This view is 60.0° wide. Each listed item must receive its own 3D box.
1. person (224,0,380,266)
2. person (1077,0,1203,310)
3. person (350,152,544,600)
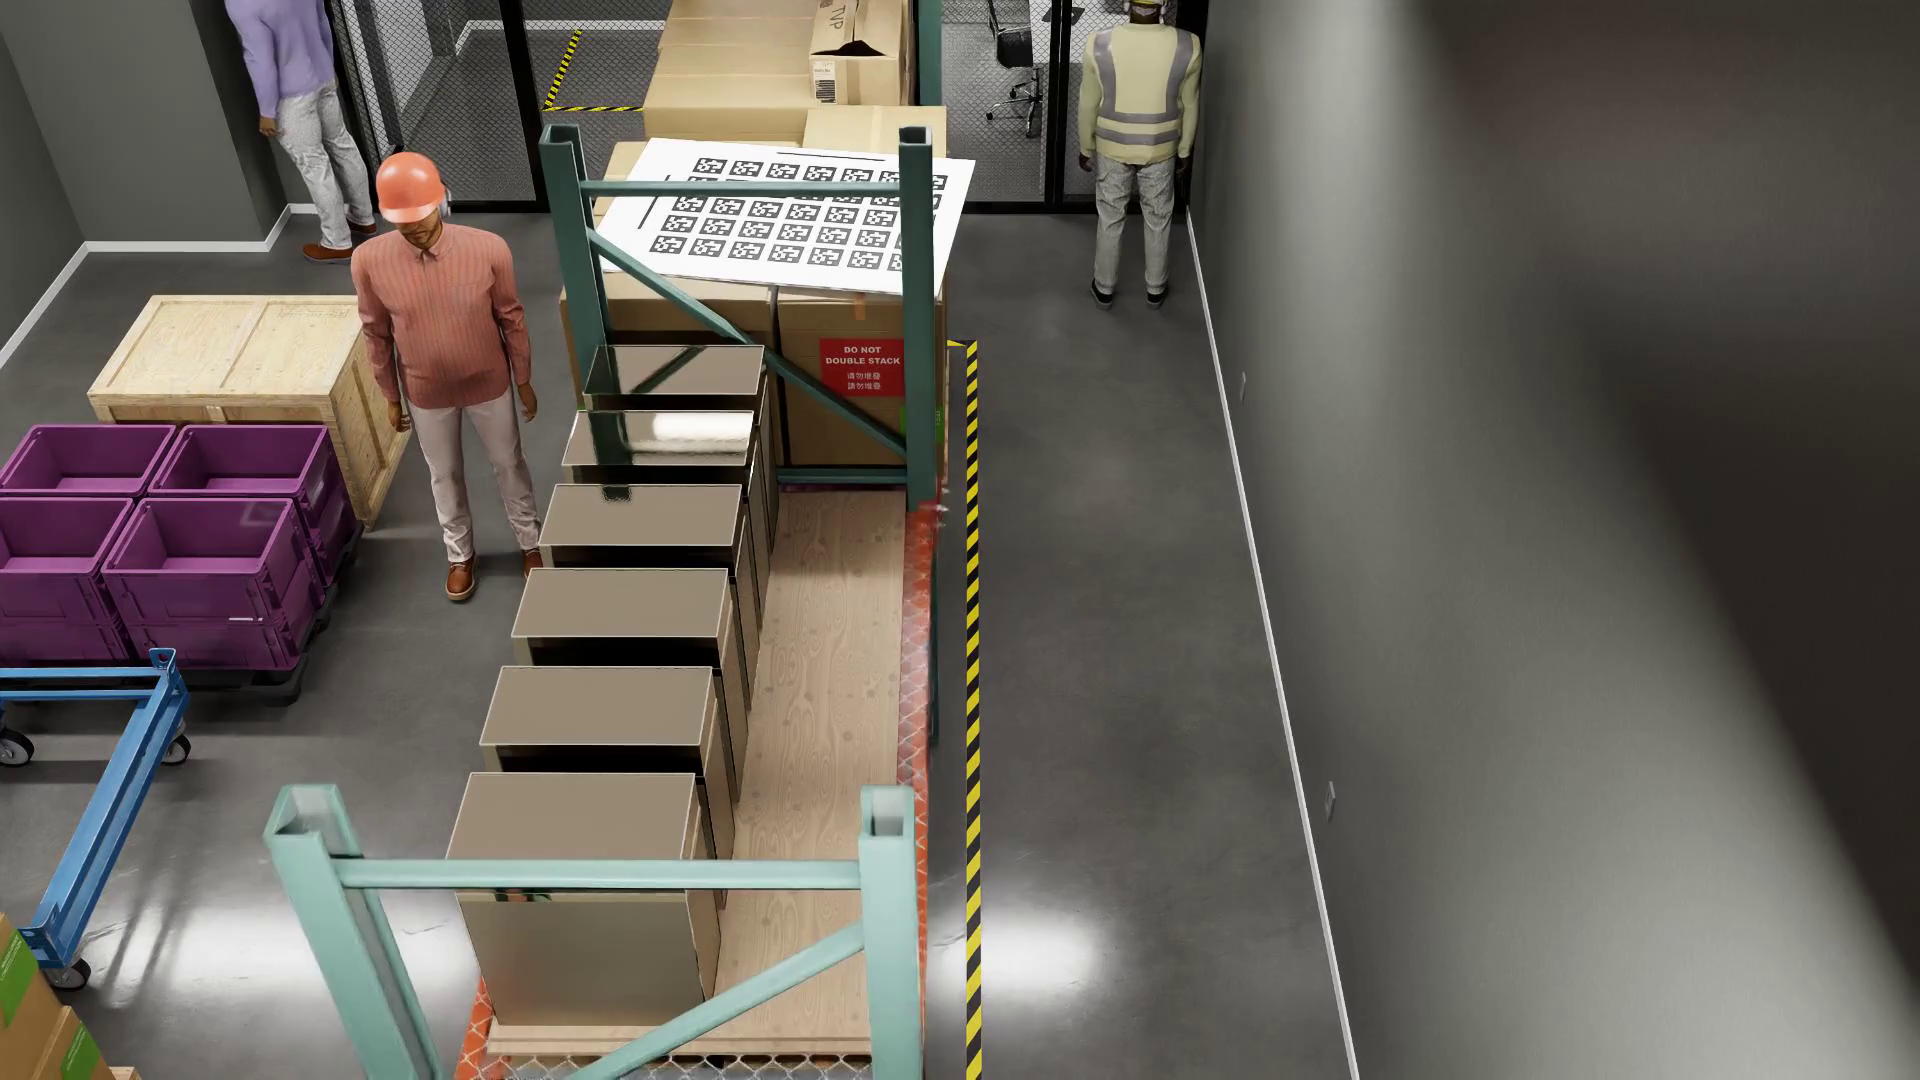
[{"bbox_3d":[-3.407,-2.327,8.552,0.372,1.932,0.629,12,43,13],"label":"person"},{"bbox_3d":[0.870,-1.975,8.222,0.591,1.834,0.404,2,41,3],"label":"person"},{"bbox_3d":[-1.979,-0.618,6.551,0.611,1.995,0.380,-10,42,-11],"label":"person"}]
